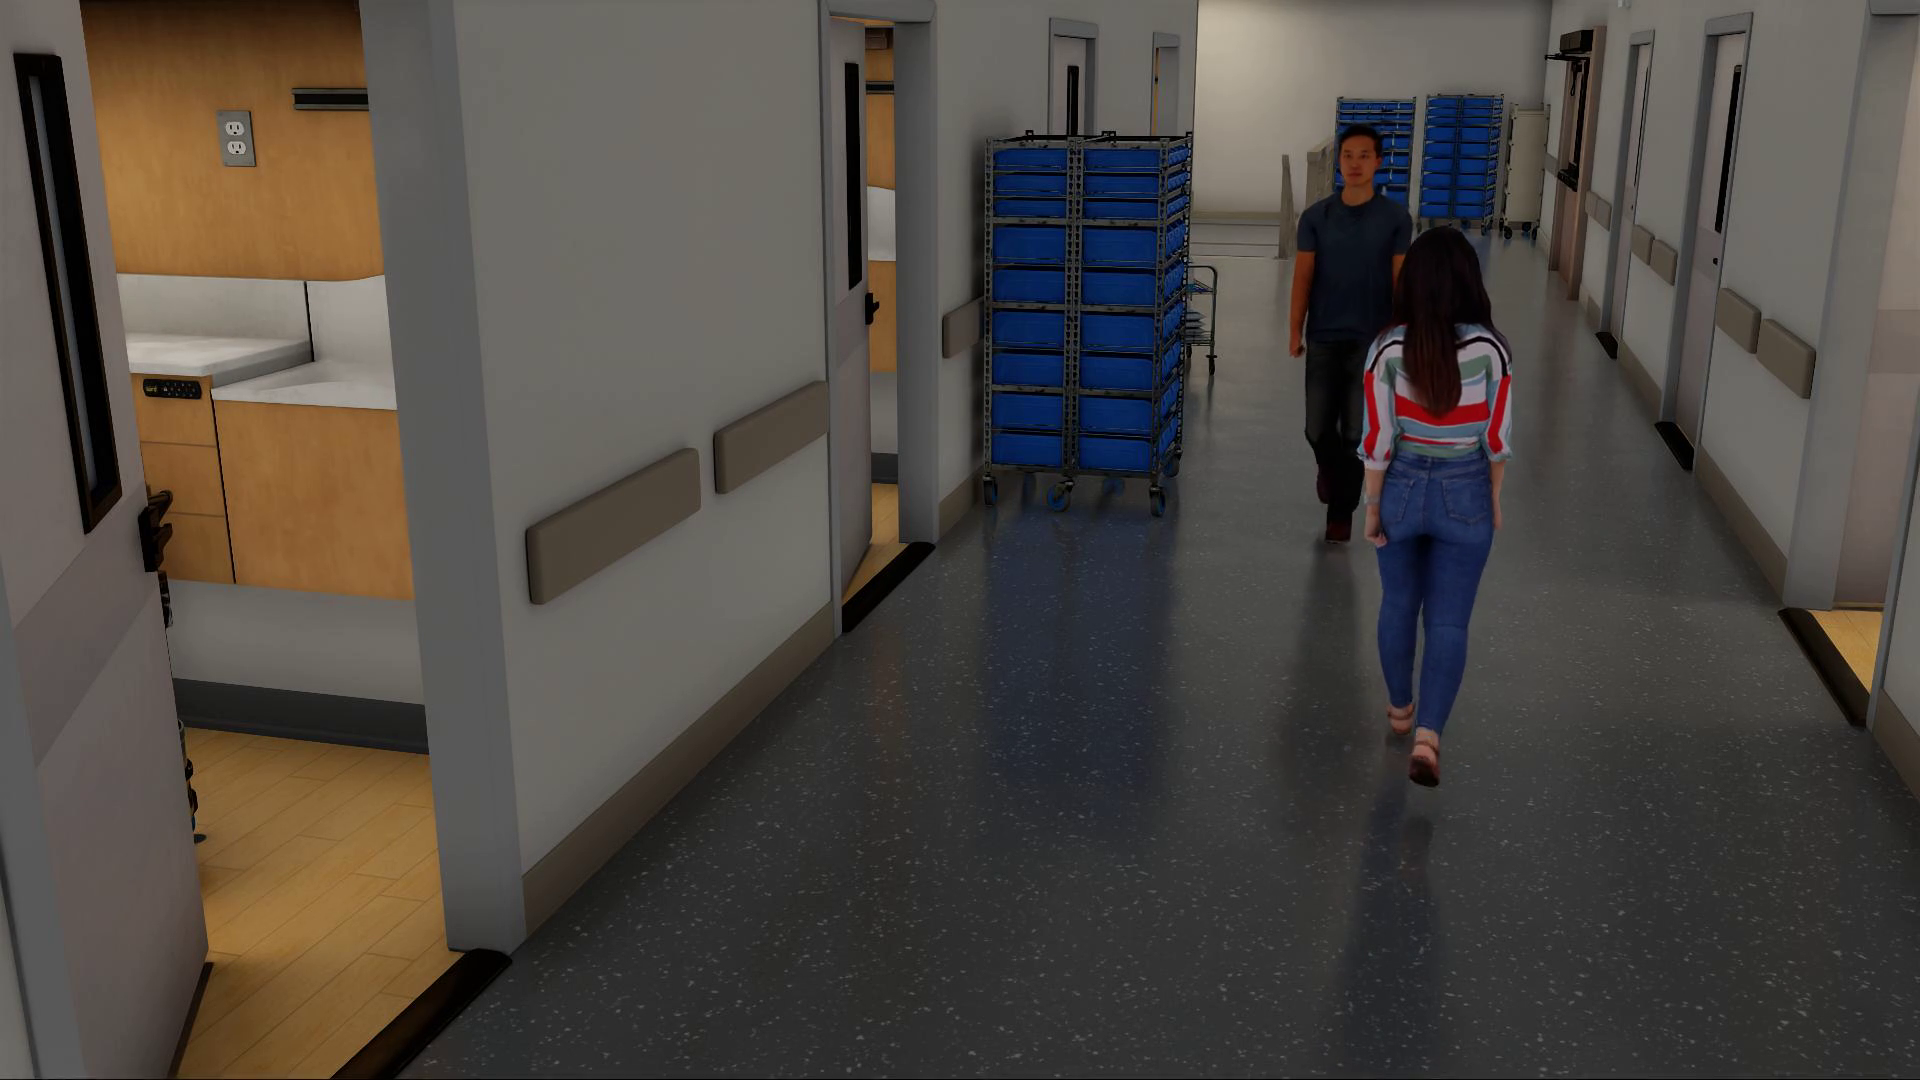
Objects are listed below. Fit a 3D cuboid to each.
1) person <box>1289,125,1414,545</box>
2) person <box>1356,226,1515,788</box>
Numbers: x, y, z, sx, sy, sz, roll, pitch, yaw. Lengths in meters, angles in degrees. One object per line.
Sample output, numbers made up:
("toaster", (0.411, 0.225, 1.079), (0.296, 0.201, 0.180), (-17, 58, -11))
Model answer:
("person", (1.731, -0.901, 7.362), (0.657, 1.789, 0.938), (4, 16, 15))
("person", (1.363, -0.067, 4.786), (0.646, 1.583, 1.068), (6, 17, 20))
